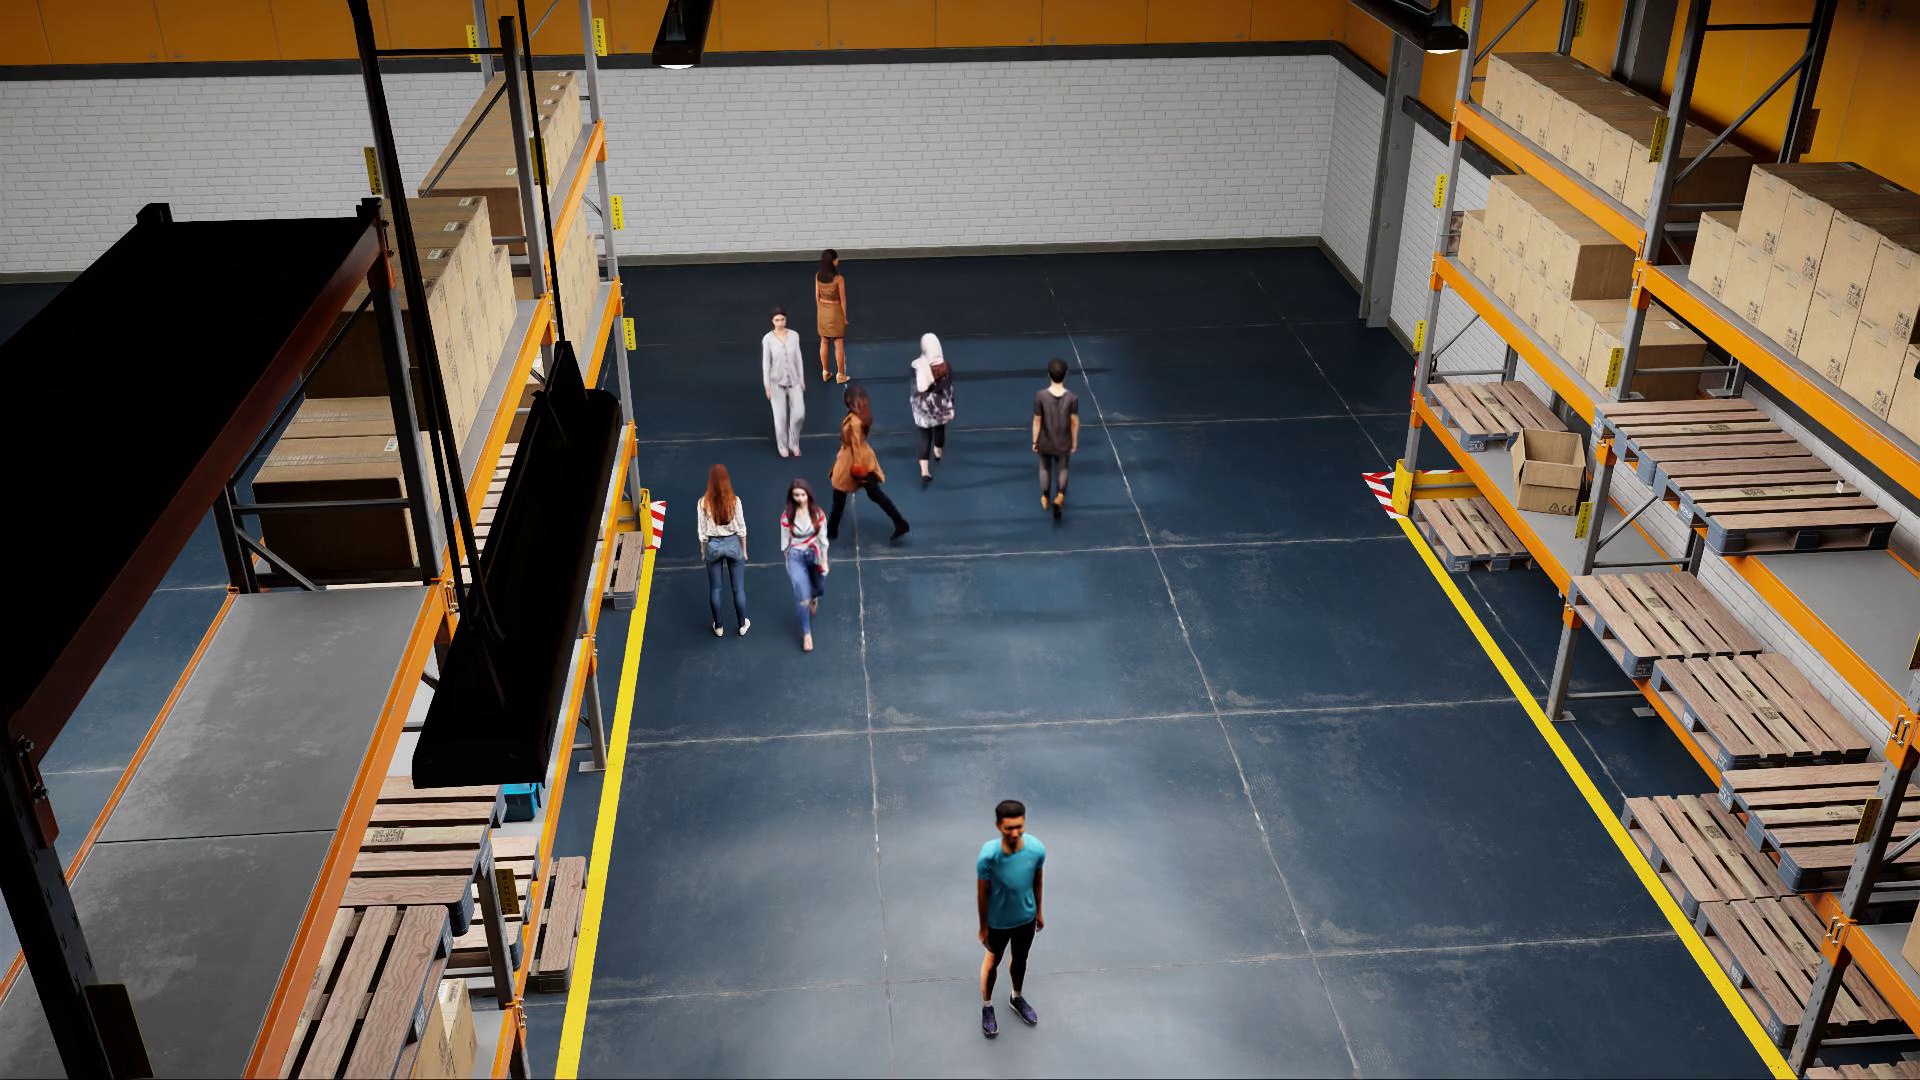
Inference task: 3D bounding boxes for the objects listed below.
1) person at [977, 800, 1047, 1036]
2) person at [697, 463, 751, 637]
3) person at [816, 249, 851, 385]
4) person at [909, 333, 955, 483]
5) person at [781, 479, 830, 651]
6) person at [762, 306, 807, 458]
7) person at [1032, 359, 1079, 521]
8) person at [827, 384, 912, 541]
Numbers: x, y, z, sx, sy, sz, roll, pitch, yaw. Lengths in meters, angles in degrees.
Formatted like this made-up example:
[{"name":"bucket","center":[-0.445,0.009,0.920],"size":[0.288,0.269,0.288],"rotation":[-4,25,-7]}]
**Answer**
[{"name":"person","center":[0.312,2.426,10.802],"size":[0.668,1.777,0.613],"rotation":[-10,30,-18]},{"name":"person","center":[-2.151,0.086,15.142],"size":[0.578,1.729,0.489],"rotation":[-3,29,-5]},{"name":"person","center":[-1.576,-2.734,20.360],"size":[0.636,1.684,0.665],"rotation":[15,32,25]},{"name":"person","center":[-0.318,-1.386,17.990],"size":[0.753,1.585,1.158],"rotation":[4,29,7]},{"name":"person","center":[-1.391,0.156,15.155],"size":[0.635,1.594,0.997],"rotation":[-4,29,-7]},{"name":"person","center":[-1.987,-1.781,18.529],"size":[0.713,1.763,0.723],"rotation":[-10,30,-18]},{"name":"person","center":[0.974,-1.016,17.196],"size":[0.713,1.697,0.955],"rotation":[2,29,3]},{"name":"person","center":[-0.915,-0.722,16.683],"size":[0.923,1.671,1.207],"rotation":[2,29,3]}]
